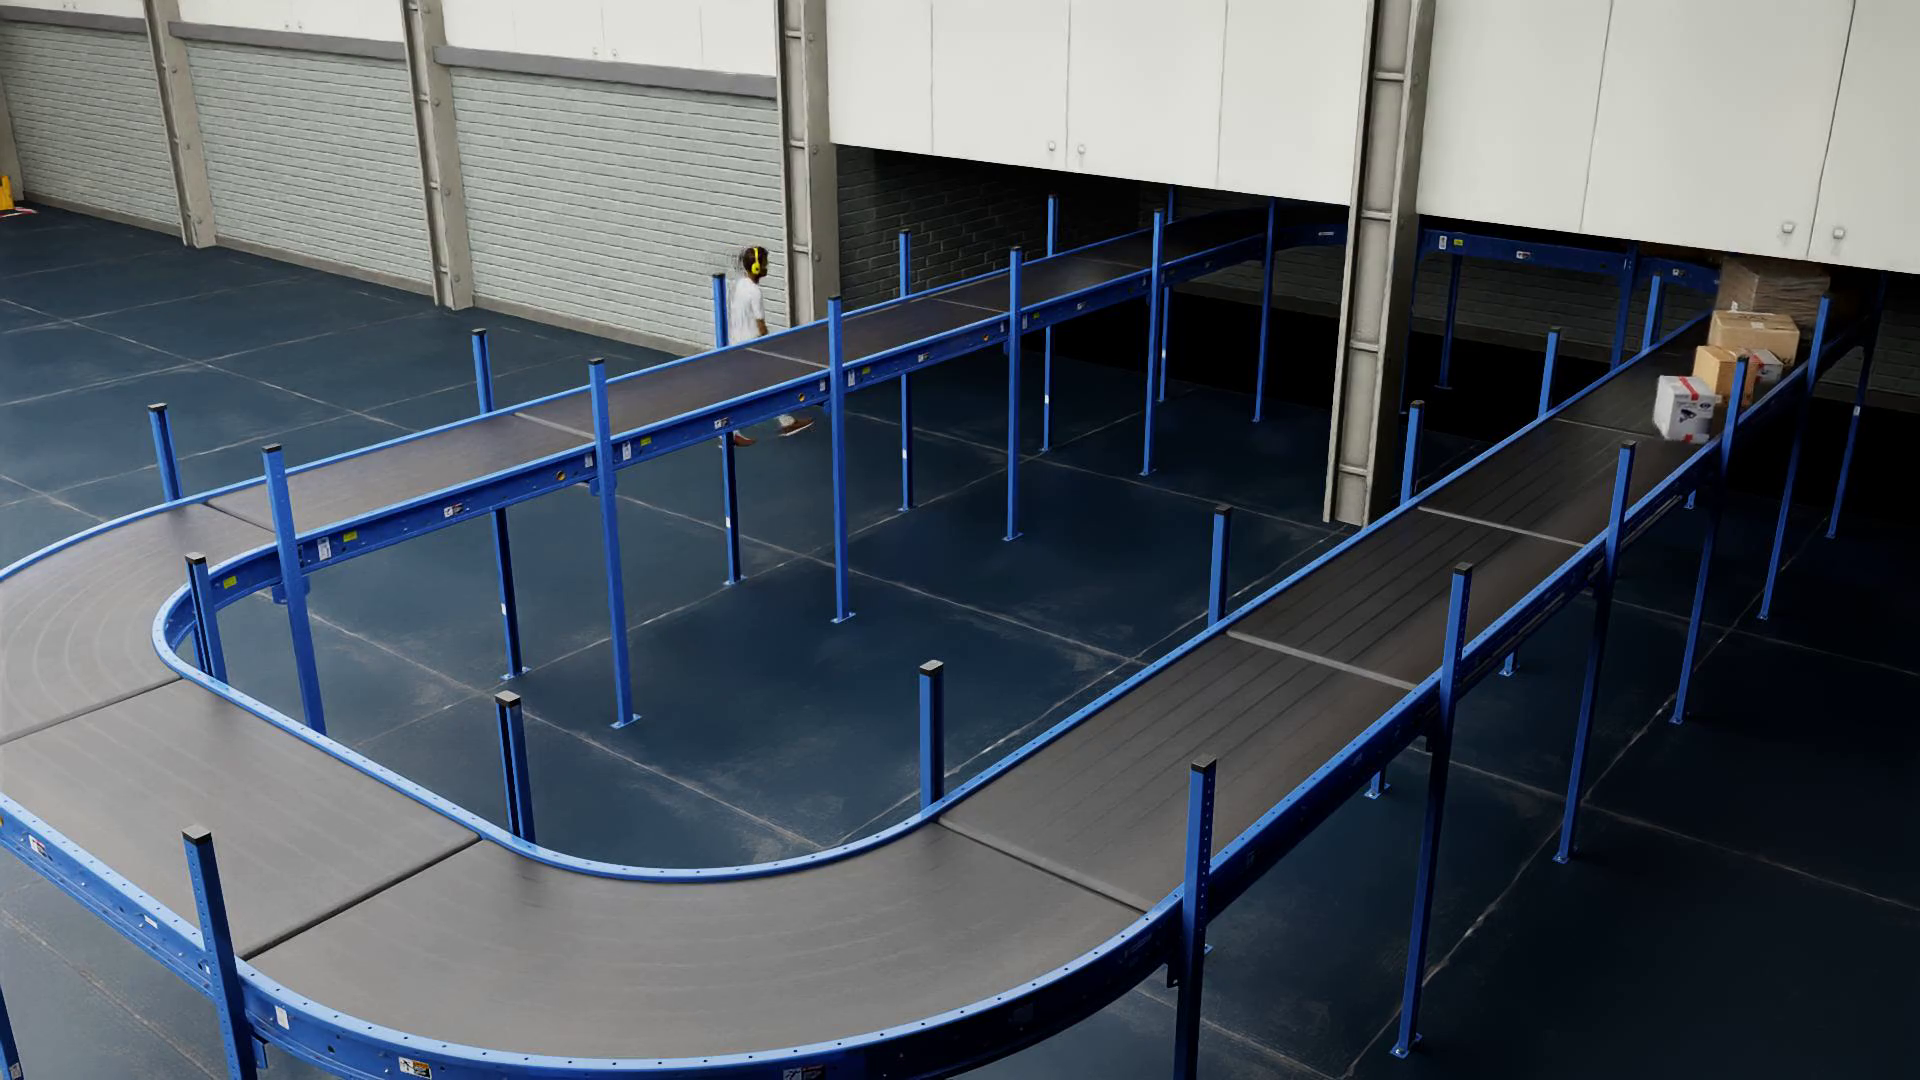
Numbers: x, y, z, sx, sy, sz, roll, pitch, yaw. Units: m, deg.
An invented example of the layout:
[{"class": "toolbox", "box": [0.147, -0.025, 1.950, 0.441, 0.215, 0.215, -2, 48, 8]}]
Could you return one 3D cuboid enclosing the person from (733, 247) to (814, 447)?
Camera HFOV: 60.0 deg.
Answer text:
[{"class": "person", "box": [-1.768, -1.758, 15.152, 0.918, 1.828, 0.529, -7, 22, -17]}]
